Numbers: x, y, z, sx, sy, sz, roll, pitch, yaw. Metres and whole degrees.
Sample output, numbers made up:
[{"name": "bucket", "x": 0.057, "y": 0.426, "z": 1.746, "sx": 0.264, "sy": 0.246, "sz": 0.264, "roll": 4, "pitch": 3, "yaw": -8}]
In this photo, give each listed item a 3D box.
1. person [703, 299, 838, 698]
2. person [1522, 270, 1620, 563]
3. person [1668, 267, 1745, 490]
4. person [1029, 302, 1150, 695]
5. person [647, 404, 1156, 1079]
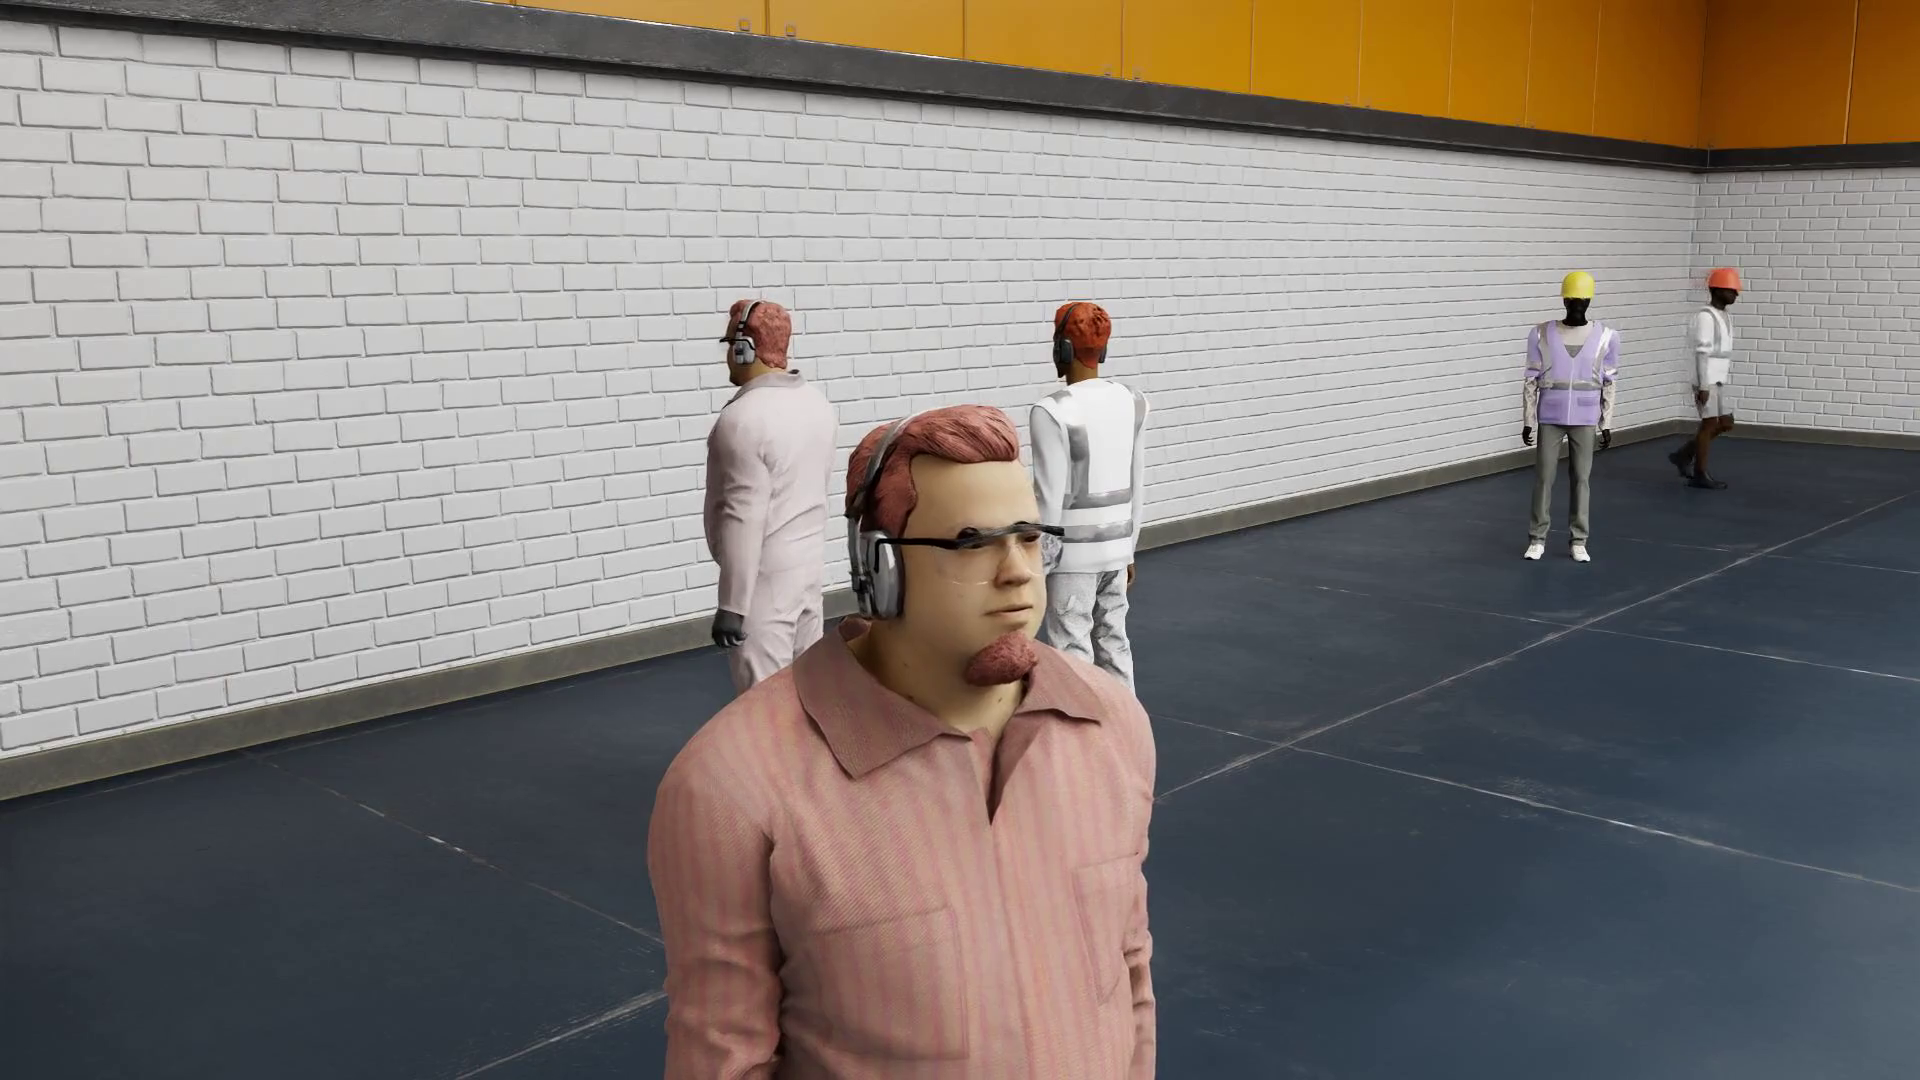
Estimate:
[{"name": "person", "x": -0.665, "y": 0.143, "z": 5.649, "sx": 0.403, "sy": 1.906, "sz": 0.651, "roll": 4, "pitch": 11, "yaw": 21}, {"name": "person", "x": 4.033, "y": -0.813, "z": 11.028, "sx": 0.587, "sy": 1.929, "sz": 0.361, "roll": 3, "pitch": 10, "yaw": 16}, {"name": "person", "x": 6.457, "y": -1.389, "z": 14.339, "sx": 0.480, "sy": 1.917, "sz": 0.566, "roll": 10, "pitch": 14, "yaw": 43}, {"name": "person", "x": 0.446, "y": 0.080, "z": 6.077, "sx": 0.572, "sy": 1.883, "sz": 0.353, "roll": -9, "pitch": 14, "yaw": -43}, {"name": "person", "x": -0.011, "y": 0.801, "z": 1.890, "sx": 0.641, "sy": 1.912, "sz": 0.407, "roll": -7, "pitch": 12, "yaw": -34}]
